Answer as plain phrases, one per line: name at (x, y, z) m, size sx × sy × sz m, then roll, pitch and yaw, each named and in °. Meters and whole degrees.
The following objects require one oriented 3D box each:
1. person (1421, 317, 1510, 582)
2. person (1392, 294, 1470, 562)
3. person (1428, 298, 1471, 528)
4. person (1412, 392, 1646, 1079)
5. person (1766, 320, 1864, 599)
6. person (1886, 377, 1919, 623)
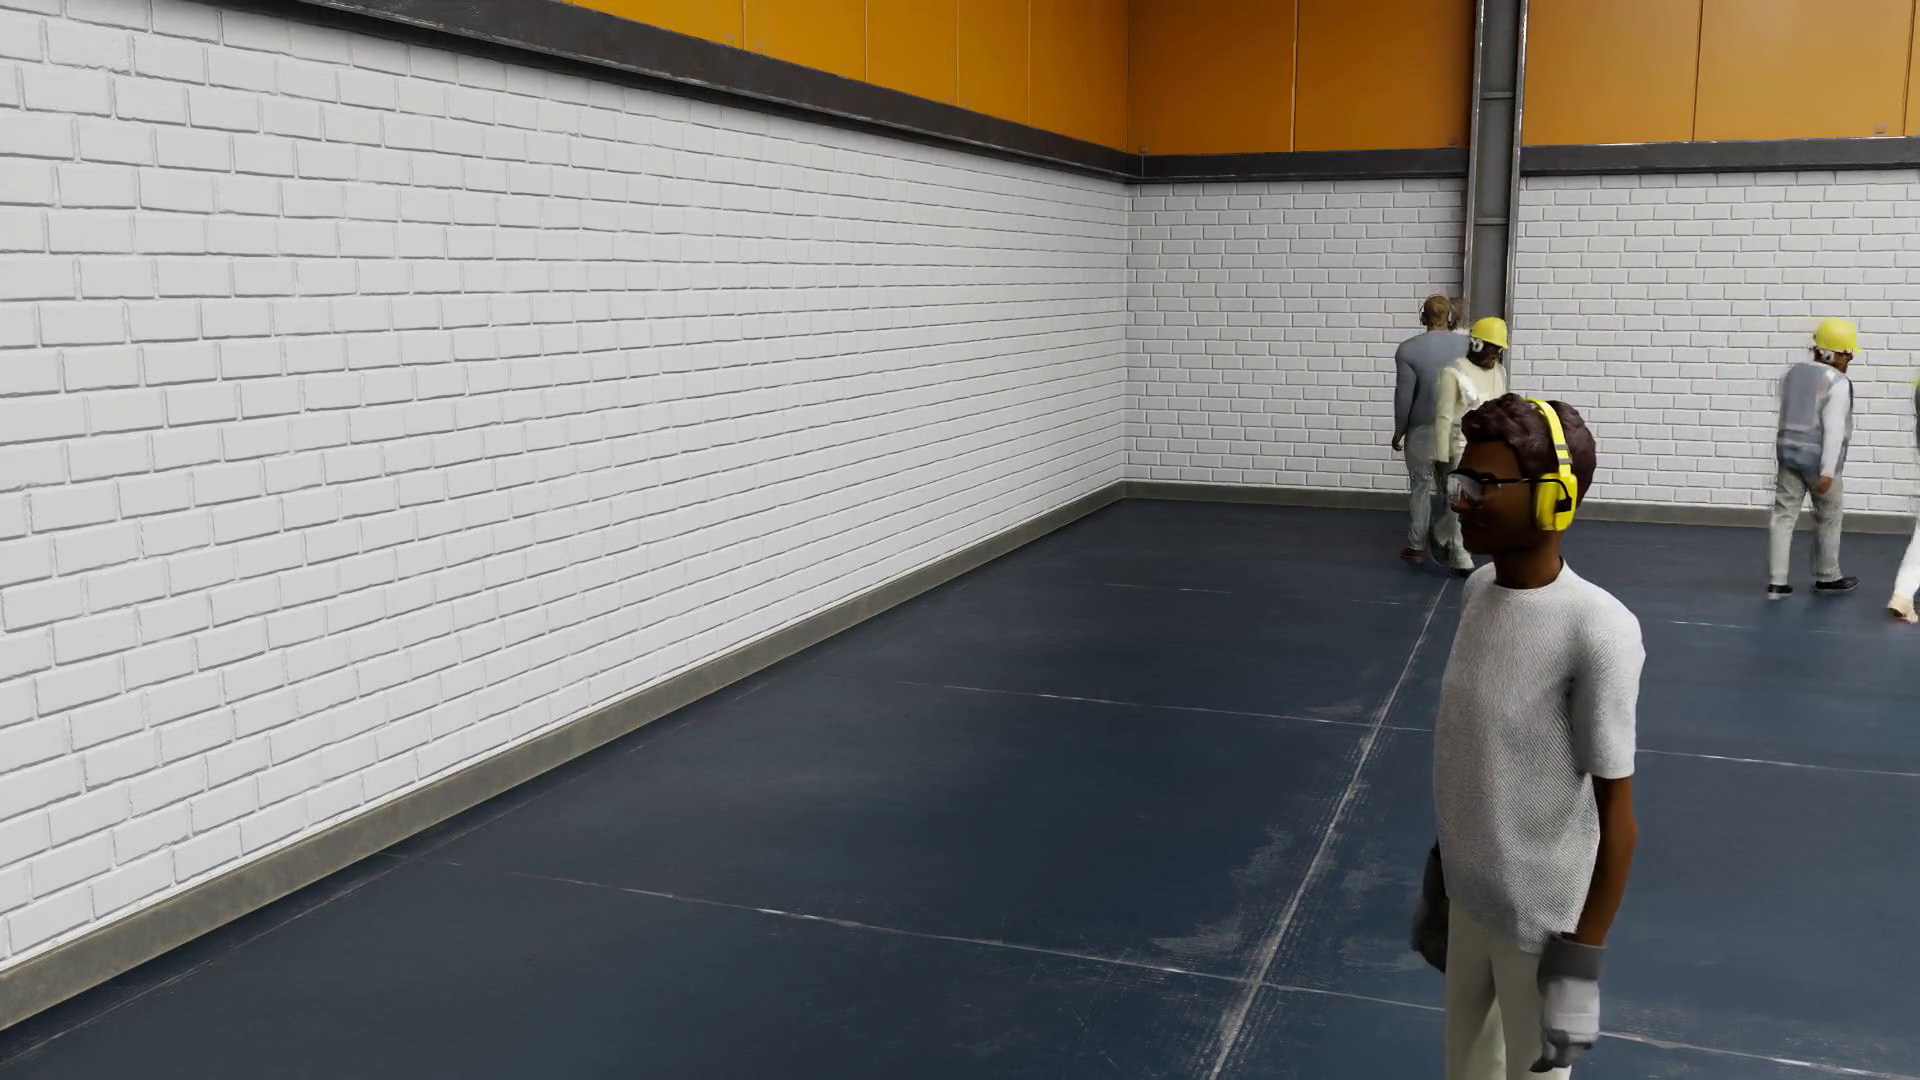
person at (3.442, -0.631, 11.404) m, size 0.617 × 1.796 × 0.663 m, roll -6°, pitch 11°, yaw -35°
person at (3.424, -0.798, 12.006) m, size 0.627 × 1.934 × 0.370 m, roll 0°, pitch 9°, yaw -2°
person at (3.713, -0.908, 12.809) m, size 0.667 × 1.897 × 0.782 m, roll -7°, pitch 12°, yaw -38°
person at (0.964, 0.676, 2.946) m, size 0.330 × 1.874 × 0.518 m, roll -2°, pitch 9°, yaw -13°
person at (5.517, -0.505, 10.636) m, size 0.771 × 1.776 × 0.570 m, roll -4°, pitch 10°, yaw -24°
person at (5.942, -0.389, 9.880) m, size 0.849 × 1.809 × 0.629 m, roll -6°, pitch 11°, yaw -34°
